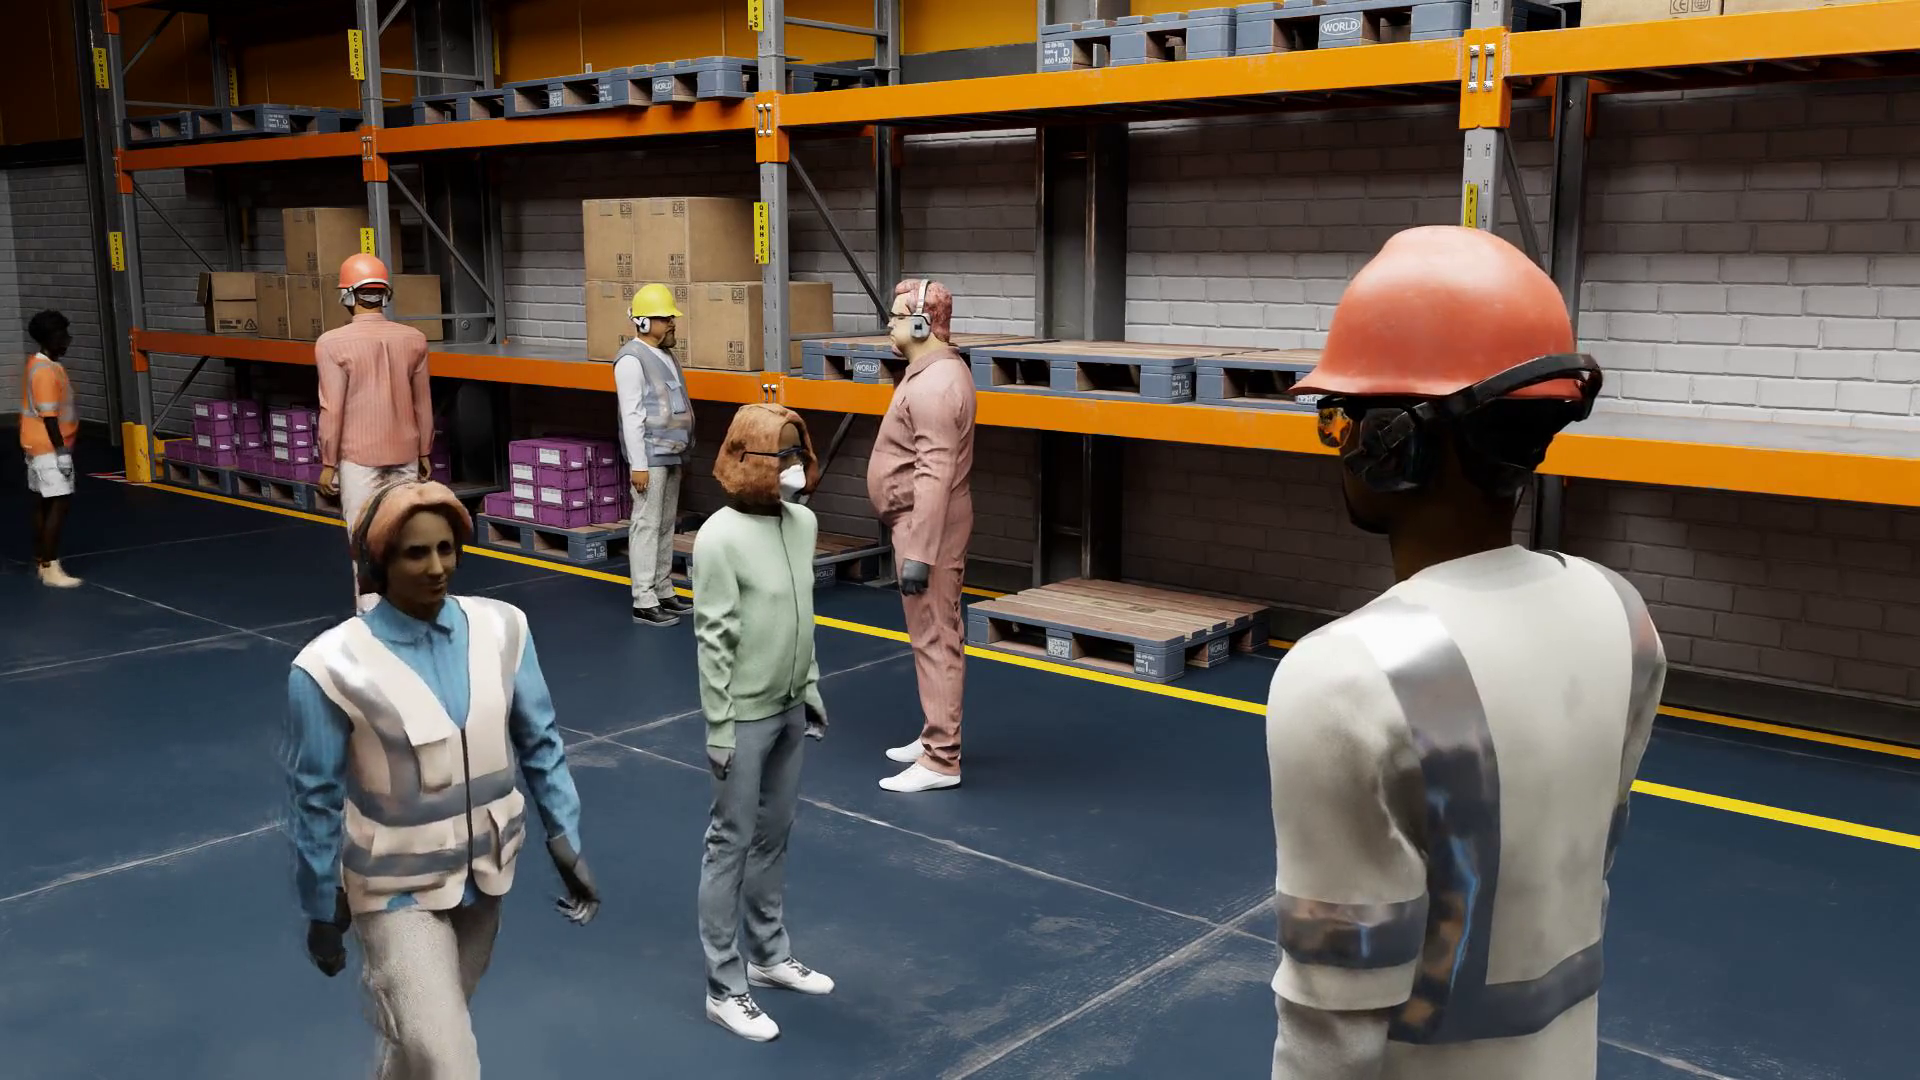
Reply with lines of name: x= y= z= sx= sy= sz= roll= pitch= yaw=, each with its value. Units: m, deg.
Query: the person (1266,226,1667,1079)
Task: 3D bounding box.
person: x=0.514 y=0.679 z=1.895 sx=0.608 sy=2.048 sz=0.368 roll=-9 pitch=14 yaw=-43

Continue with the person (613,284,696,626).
person: x=-1.633 y=-0.462 z=9.003 sx=0.404 sy=1.830 sz=0.601 roll=2 pitch=10 yaw=11

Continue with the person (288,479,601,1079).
person: x=-1.006 y=0.670 z=3.240 sx=0.865 sy=1.593 sz=0.513 roll=8 pitch=13 yaw=37

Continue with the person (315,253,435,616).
person: x=-2.934 y=-0.428 z=8.345 sx=0.388 sy=1.992 sz=0.625 roll=8 pitch=13 yaw=39

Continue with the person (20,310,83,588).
person: x=-5.474 y=-0.550 z=10.009 sx=0.318 sy=1.661 sz=0.704 roll=-6 pitch=12 yaw=-32

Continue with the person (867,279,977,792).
person: x=-0.143 y=-0.014 z=6.240 sx=0.407 sy=1.910 sz=0.639 roll=1 pitch=10 yaw=4

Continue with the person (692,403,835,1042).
person: x=-0.509 y=0.455 z=4.348 sx=0.282 sy=1.633 sz=0.501 roll=5 pitch=11 yaw=26
